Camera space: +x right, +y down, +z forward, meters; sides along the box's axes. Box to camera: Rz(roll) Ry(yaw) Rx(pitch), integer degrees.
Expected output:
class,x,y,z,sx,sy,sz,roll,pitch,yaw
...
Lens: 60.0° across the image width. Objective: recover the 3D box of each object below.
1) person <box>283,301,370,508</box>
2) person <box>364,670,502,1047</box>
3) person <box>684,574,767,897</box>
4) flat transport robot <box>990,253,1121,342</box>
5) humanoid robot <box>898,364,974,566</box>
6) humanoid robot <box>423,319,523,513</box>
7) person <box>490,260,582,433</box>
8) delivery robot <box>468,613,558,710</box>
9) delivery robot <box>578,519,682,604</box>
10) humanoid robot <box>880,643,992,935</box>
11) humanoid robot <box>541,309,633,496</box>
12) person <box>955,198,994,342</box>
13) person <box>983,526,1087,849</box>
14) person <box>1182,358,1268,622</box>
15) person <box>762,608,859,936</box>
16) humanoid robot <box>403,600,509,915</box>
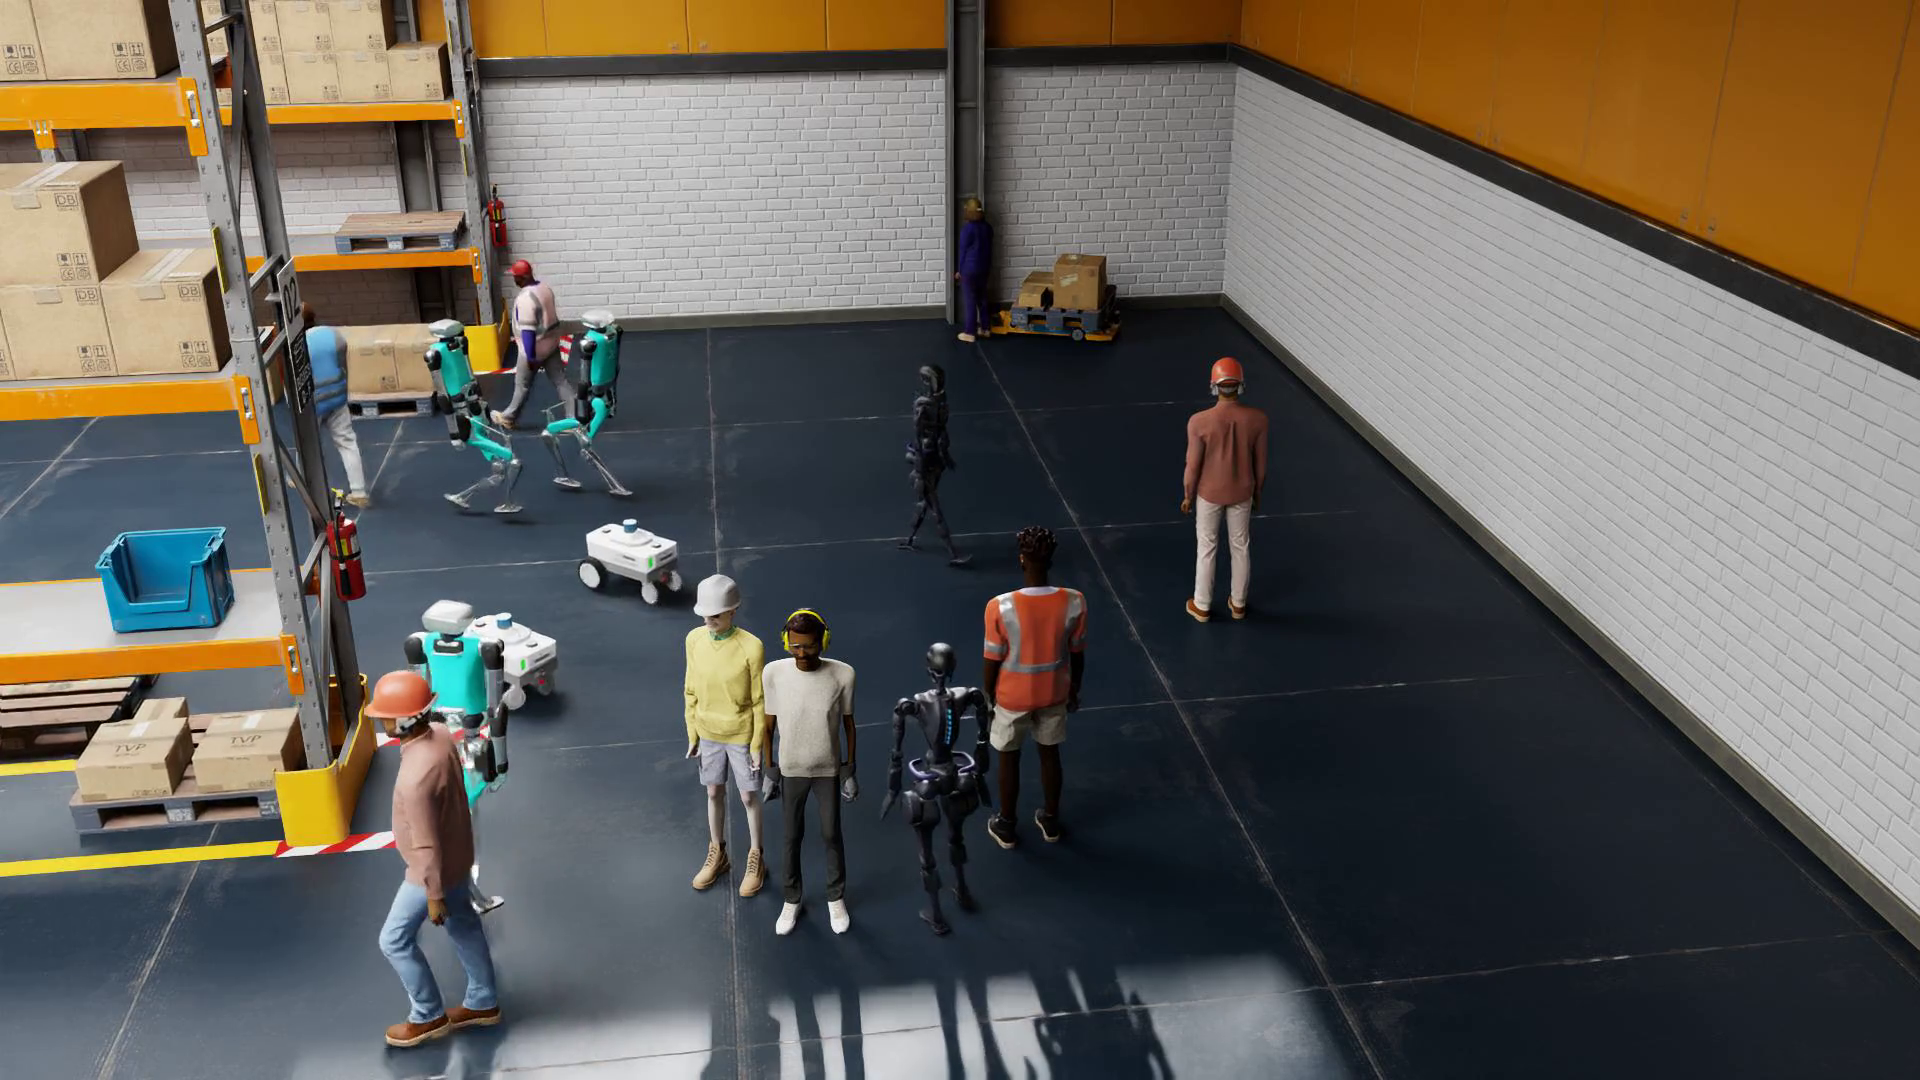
class,x,y,z,sx,sy,sz,roll,pitch,yaw
person,-5.480,-1.175,14.184,0.975,1.787,0.641,20,31,39
person,-2.571,1.508,7.839,0.669,1.973,0.657,-1,24,-3
person,-1.260,1.044,9.005,0.472,1.892,0.385,6,25,14
flat transport robot,1.094,-2.500,19.091,1.431,0.231,0.659,6,24,13
humanoid robot,-0.174,-0.606,13.065,0.735,1.629,0.607,10,25,21
humanoid robot,-3.924,-0.951,13.734,1.002,1.724,0.532,6,24,14
person,-4.069,-1.830,15.791,0.942,1.695,0.581,8,25,18
delivery robot,-3.093,0.784,11.272,0.780,0.609,0.519,16,28,32
delivery robot,-2.523,0.137,12.751,0.816,0.612,0.499,15,28,30
humanoid robot,-0.119,1.290,8.703,0.612,1.656,0.350,-9,25,-20
humanoid robot,-3.299,-1.167,14.278,0.989,1.731,0.553,10,25,21
person,0.161,-3.021,18.606,0.469,1.618,0.346,-20,30,-37
person,0.408,0.846,9.378,0.614,1.953,0.378,-7,25,-16
person,1.909,-0.353,12.070,0.608,1.985,0.391,-3,24,-7
person,-0.779,1.210,8.650,0.509,1.872,0.329,-1,24,-2
humanoid robot,-2.685,1.264,8.719,0.530,1.777,0.916,3,24,6
